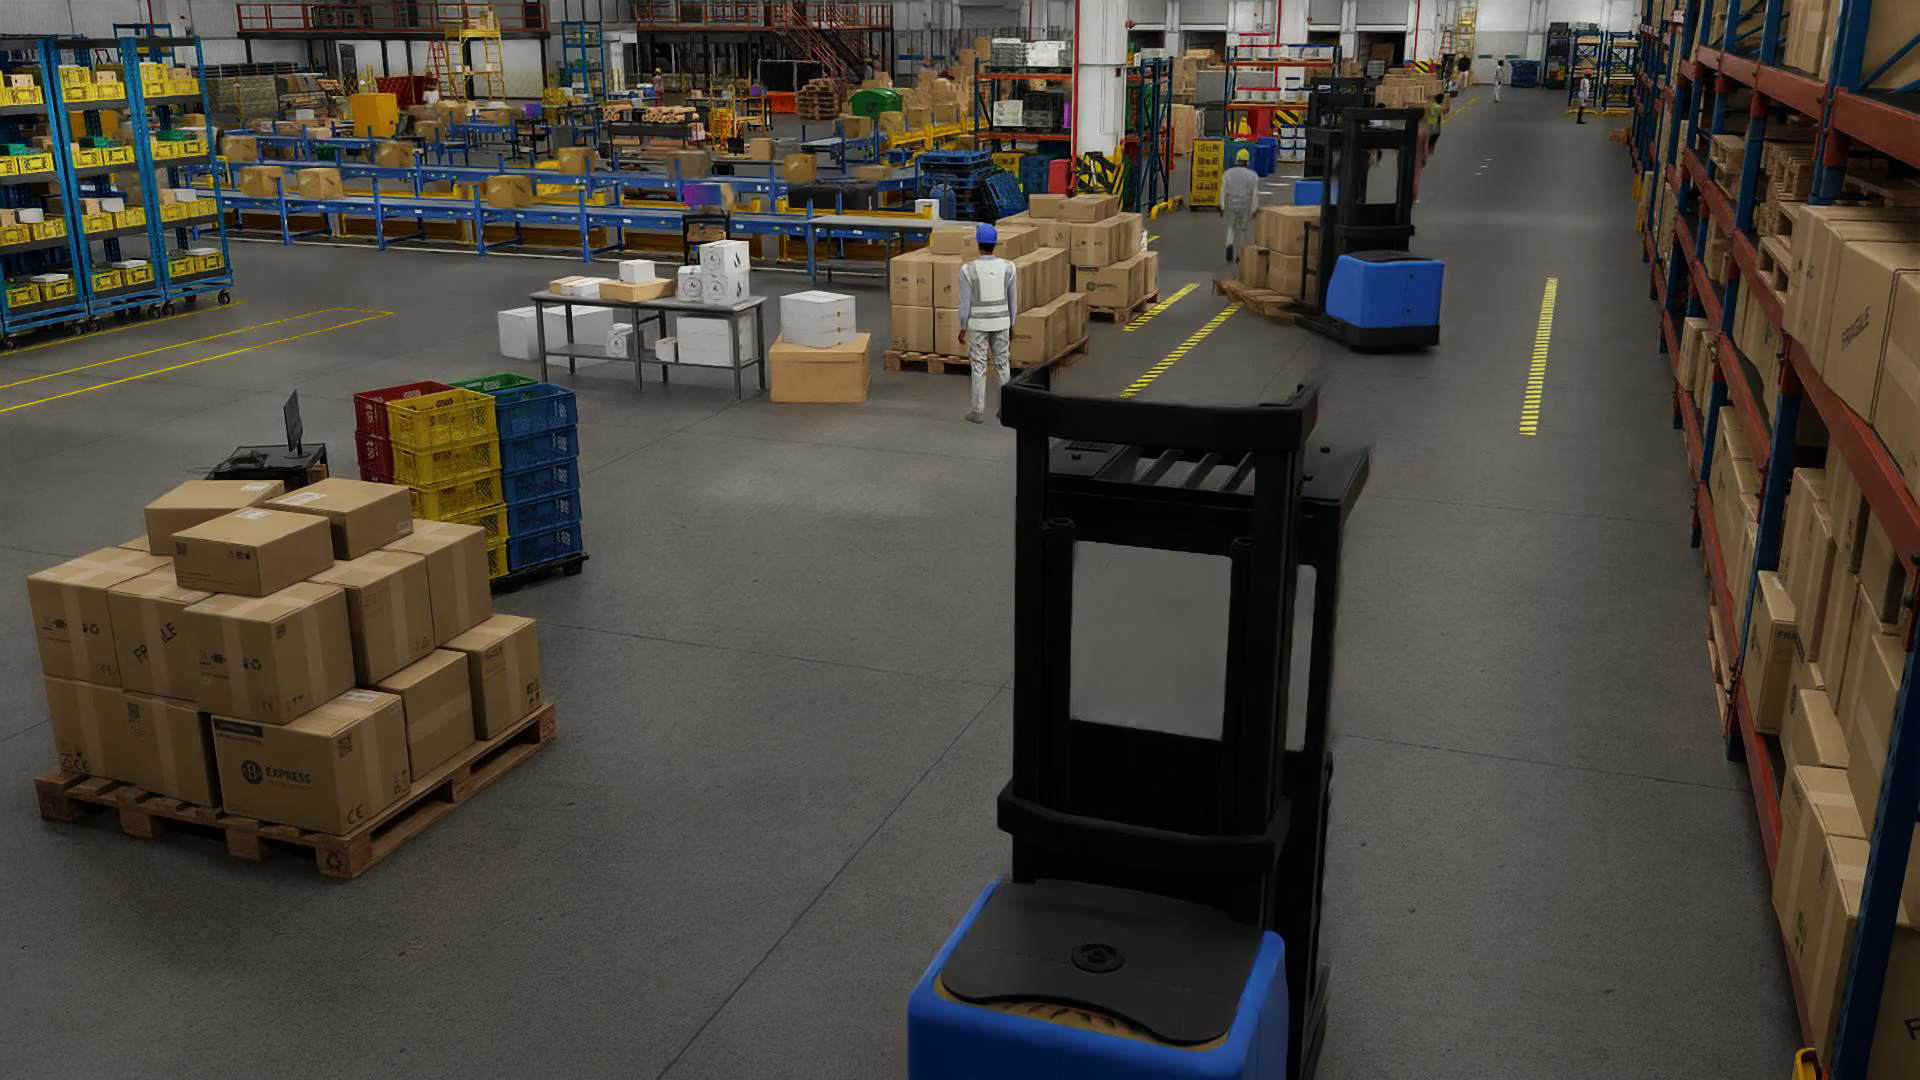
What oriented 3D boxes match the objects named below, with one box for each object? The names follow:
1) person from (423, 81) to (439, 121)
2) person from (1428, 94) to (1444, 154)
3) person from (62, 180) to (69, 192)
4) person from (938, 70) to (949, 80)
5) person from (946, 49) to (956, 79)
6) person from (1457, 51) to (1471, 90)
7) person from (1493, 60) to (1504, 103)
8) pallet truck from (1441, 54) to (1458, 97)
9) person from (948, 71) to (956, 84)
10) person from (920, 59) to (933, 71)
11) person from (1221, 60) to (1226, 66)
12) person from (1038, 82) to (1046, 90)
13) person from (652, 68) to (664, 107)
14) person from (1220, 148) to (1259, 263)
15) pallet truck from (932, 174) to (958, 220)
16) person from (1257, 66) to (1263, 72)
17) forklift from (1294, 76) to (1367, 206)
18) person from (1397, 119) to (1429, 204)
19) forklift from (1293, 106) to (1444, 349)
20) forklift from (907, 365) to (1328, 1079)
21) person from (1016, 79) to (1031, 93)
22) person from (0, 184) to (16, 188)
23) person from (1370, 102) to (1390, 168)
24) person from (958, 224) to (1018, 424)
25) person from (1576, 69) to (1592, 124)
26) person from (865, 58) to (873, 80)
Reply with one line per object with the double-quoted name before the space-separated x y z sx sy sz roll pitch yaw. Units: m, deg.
"person" -16.425 -13.321 51.687 0.678 1.841 0.519 -12 21 -34
"person" 13.524 -11.807 47.191 0.493 1.673 0.546 -1 18 -3
"person" -15.332 -5.828 28.070 0.512 1.897 0.651 12 21 34
"person" -0.636 -16.216 60.770 0.576 1.863 0.770 12 21 32
"person" -0.532 -26.175 92.017 0.707 1.894 0.388 -17 24 -42
"person" 26.091 -24.339 86.129 0.658 1.961 0.772 1 18 4
"person" 23.957 -20.392 73.915 0.429 1.845 0.621 2 18 7
"pallet truck" 22.765 -21.886 78.355 0.823 1.965 1.885 -4 18 -14
"person" -0.493 -15.479 58.399 0.734 1.904 0.567 -1 18 -3
"person" -1.342 -19.150 69.764 0.615 1.988 1.040 -11 21 -31
"person" 11.726 -20.399 73.966 0.961 1.817 0.558 10 20 29
"person" 3.759 -21.238 76.446 0.600 1.915 0.633 -3 18 -10
"person" -11.836 -17.623 65.348 0.522 1.761 0.327 9 20 27
"person" 4.480 -5.355 26.699 0.615 1.820 0.467 5 18 14
"pallet truck" -0.507 -5.292 27.348 0.653 1.274 1.630 6 19 19
"person" 16.466 -26.014 91.441 0.369 1.928 0.586 7 19 22
"forklift" 6.598 -6.755 29.381 1.129 2.768 1.873 6 19 19
"person" 9.533 -8.055 35.072 0.636 1.900 0.399 6 19 18
"forklift" 5.052 -3.857 20.276 1.129 2.768 1.873 -4 18 -12
"forklift" 0.608 0.842 5.509 1.129 2.768 1.873 6 19 19
"person" 2.437 -17.486 64.459 0.712 2.000 0.544 -3 18 -9
"person" -14.861 -5.157 26.109 0.567 1.808 0.913 15 23 38
"person" 10.750 -10.386 42.732 0.541 1.677 0.647 7 19 22
"person" 0.269 -2.110 16.298 0.604 1.949 0.389 -6 18 -17
"person" 22.452 -15.922 59.740 0.394 1.929 0.539 2 18 5
"person" -4.142 -20.678 74.732 0.902 1.896 0.588 -6 19 -19
